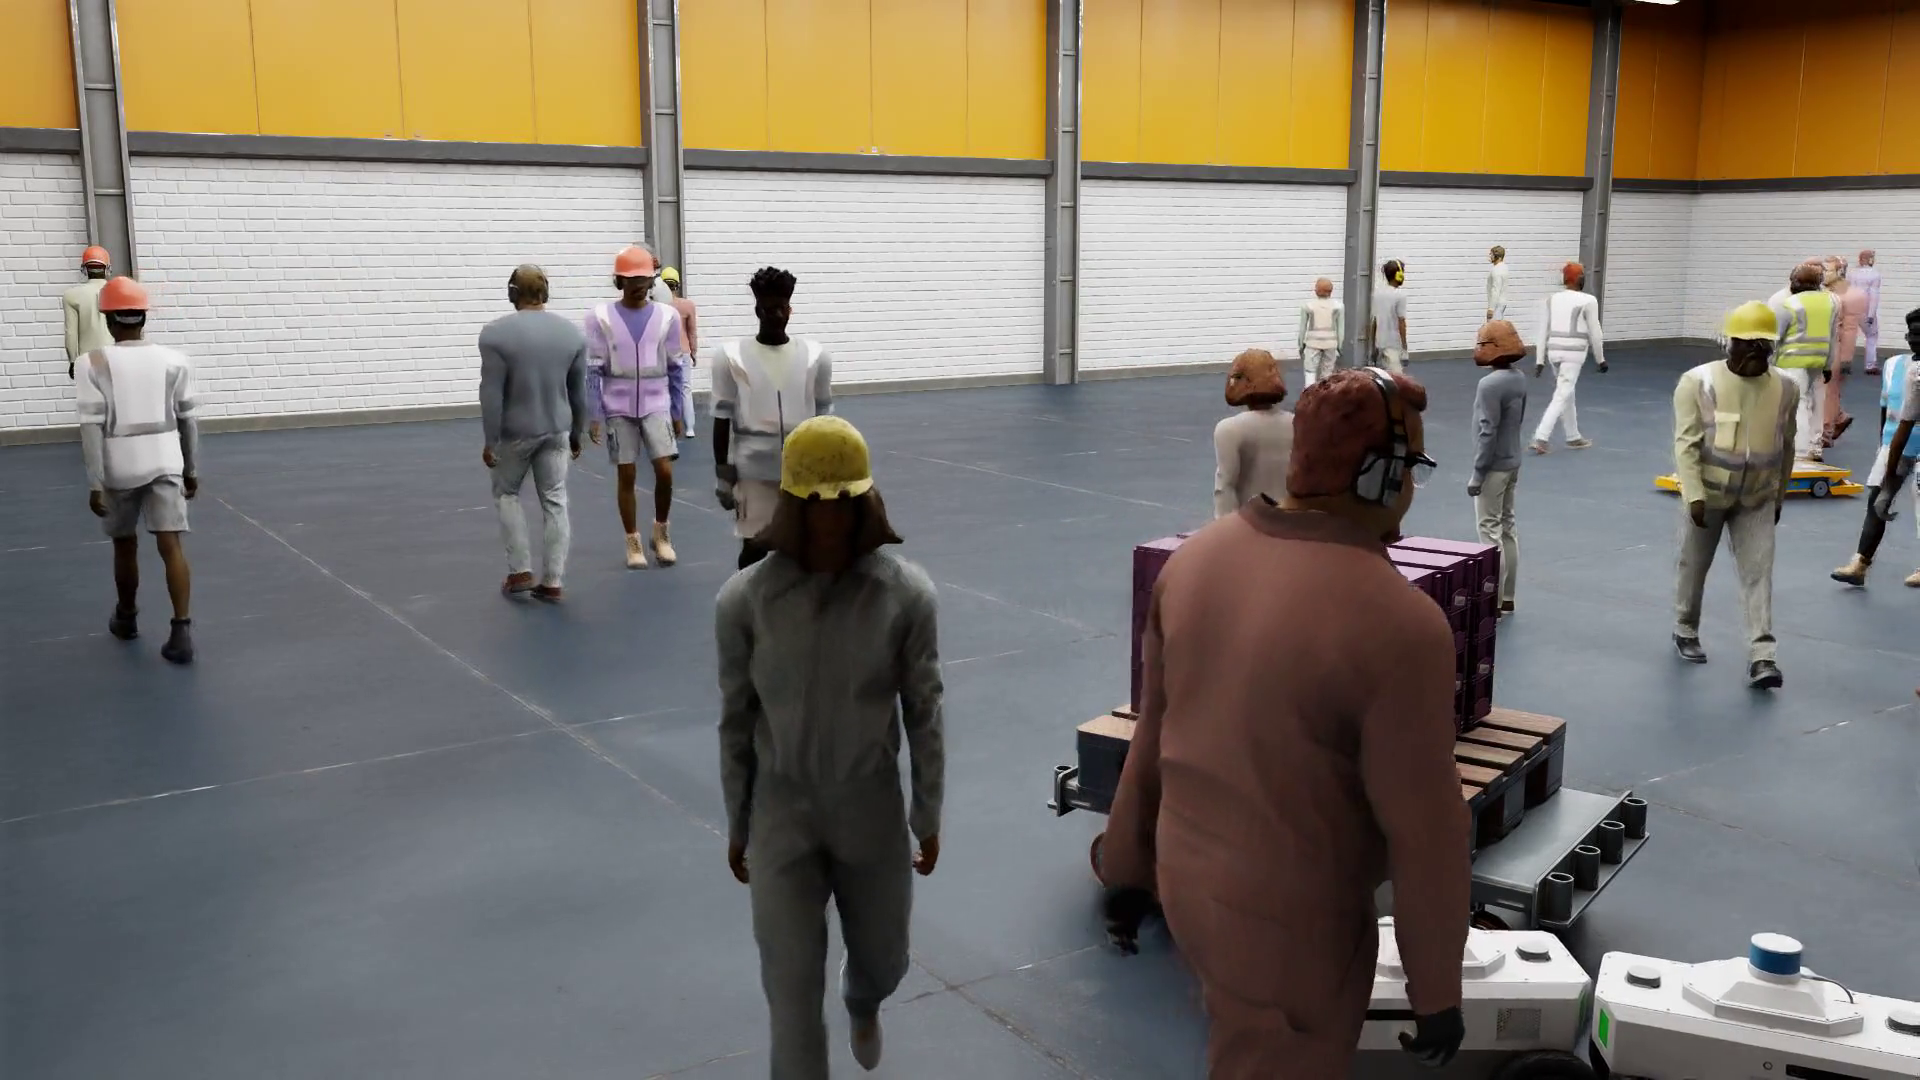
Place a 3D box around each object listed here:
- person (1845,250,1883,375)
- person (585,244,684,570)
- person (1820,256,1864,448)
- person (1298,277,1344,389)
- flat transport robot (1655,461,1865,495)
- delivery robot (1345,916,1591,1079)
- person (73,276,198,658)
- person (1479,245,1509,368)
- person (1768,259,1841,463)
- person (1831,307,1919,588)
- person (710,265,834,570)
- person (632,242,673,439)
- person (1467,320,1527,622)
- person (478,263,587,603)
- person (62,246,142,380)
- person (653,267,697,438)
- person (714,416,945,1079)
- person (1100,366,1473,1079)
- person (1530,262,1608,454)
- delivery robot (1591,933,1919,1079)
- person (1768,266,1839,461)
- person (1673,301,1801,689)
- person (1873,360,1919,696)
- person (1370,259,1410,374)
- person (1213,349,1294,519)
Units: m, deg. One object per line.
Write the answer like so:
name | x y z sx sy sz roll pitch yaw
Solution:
person | 13.647 -3.427 25.113 0.821 1.878 0.650 -6 12 -29
person | -2.013 -0.811 10.353 0.622 2.025 0.478 -3 11 -18
person | 8.617 -1.844 16.389 0.530 1.892 0.669 -1 10 -6
person | 4.184 -2.231 19.262 0.522 1.621 0.610 2 10 10
flat transport robot | 6.477 -0.501 13.475 1.431 0.197 0.652 -2 10 -9
delivery robot | 1.070 1.060 3.880 0.707 0.478 0.477 0 10 1
person | -4.089 -0.365 8.316 0.568 1.883 1.013 -9 13 -40
person | 8.508 -3.699 26.434 0.372 1.940 0.631 5 12 26
person | 7.741 -1.631 15.289 0.660 1.873 0.895 3 11 15
person | 5.527 -0.520 9.724 0.808 1.658 0.556 -5 12 -28
person | -0.925 -0.373 8.198 0.615 1.949 0.678 -3 11 -17
person | -3.269 -2.065 17.194 0.536 2.000 0.672 -7 12 -33
person | 2.901 -0.374 9.040 0.268 1.631 0.509 8 13 38
person | -2.450 -0.605 9.505 0.662 1.921 0.578 -7 13 -35
person | -7.697 -1.637 14.968 0.617 1.993 0.396 -6 12 -31
person | -2.971 -1.917 17.135 0.533 1.767 0.326 -4 11 -21
person | -0.283 0.568 3.659 0.485 1.724 0.687 -1 10 -7
person | 0.567 0.642 2.852 0.733 1.863 0.703 -5 11 -26
person | 5.833 -1.747 16.025 0.964 1.843 0.578 -6 12 -28
delivery robot | 1.767 1.105 3.636 0.707 0.478 0.477 5 11 25
person | 7.599 -1.602 15.283 0.653 1.805 0.842 -3 11 -18
person | 3.641 -0.227 7.835 0.583 1.783 0.932 1 10 8
person | 4.473 -0.203 7.557 0.520 1.834 0.806 3 11 15
person | 4.472 -2.019 17.470 0.674 1.852 0.529 -4 11 -19
person | 1.229 -0.023 7.211 0.536 1.594 0.816 -6 12 -30
